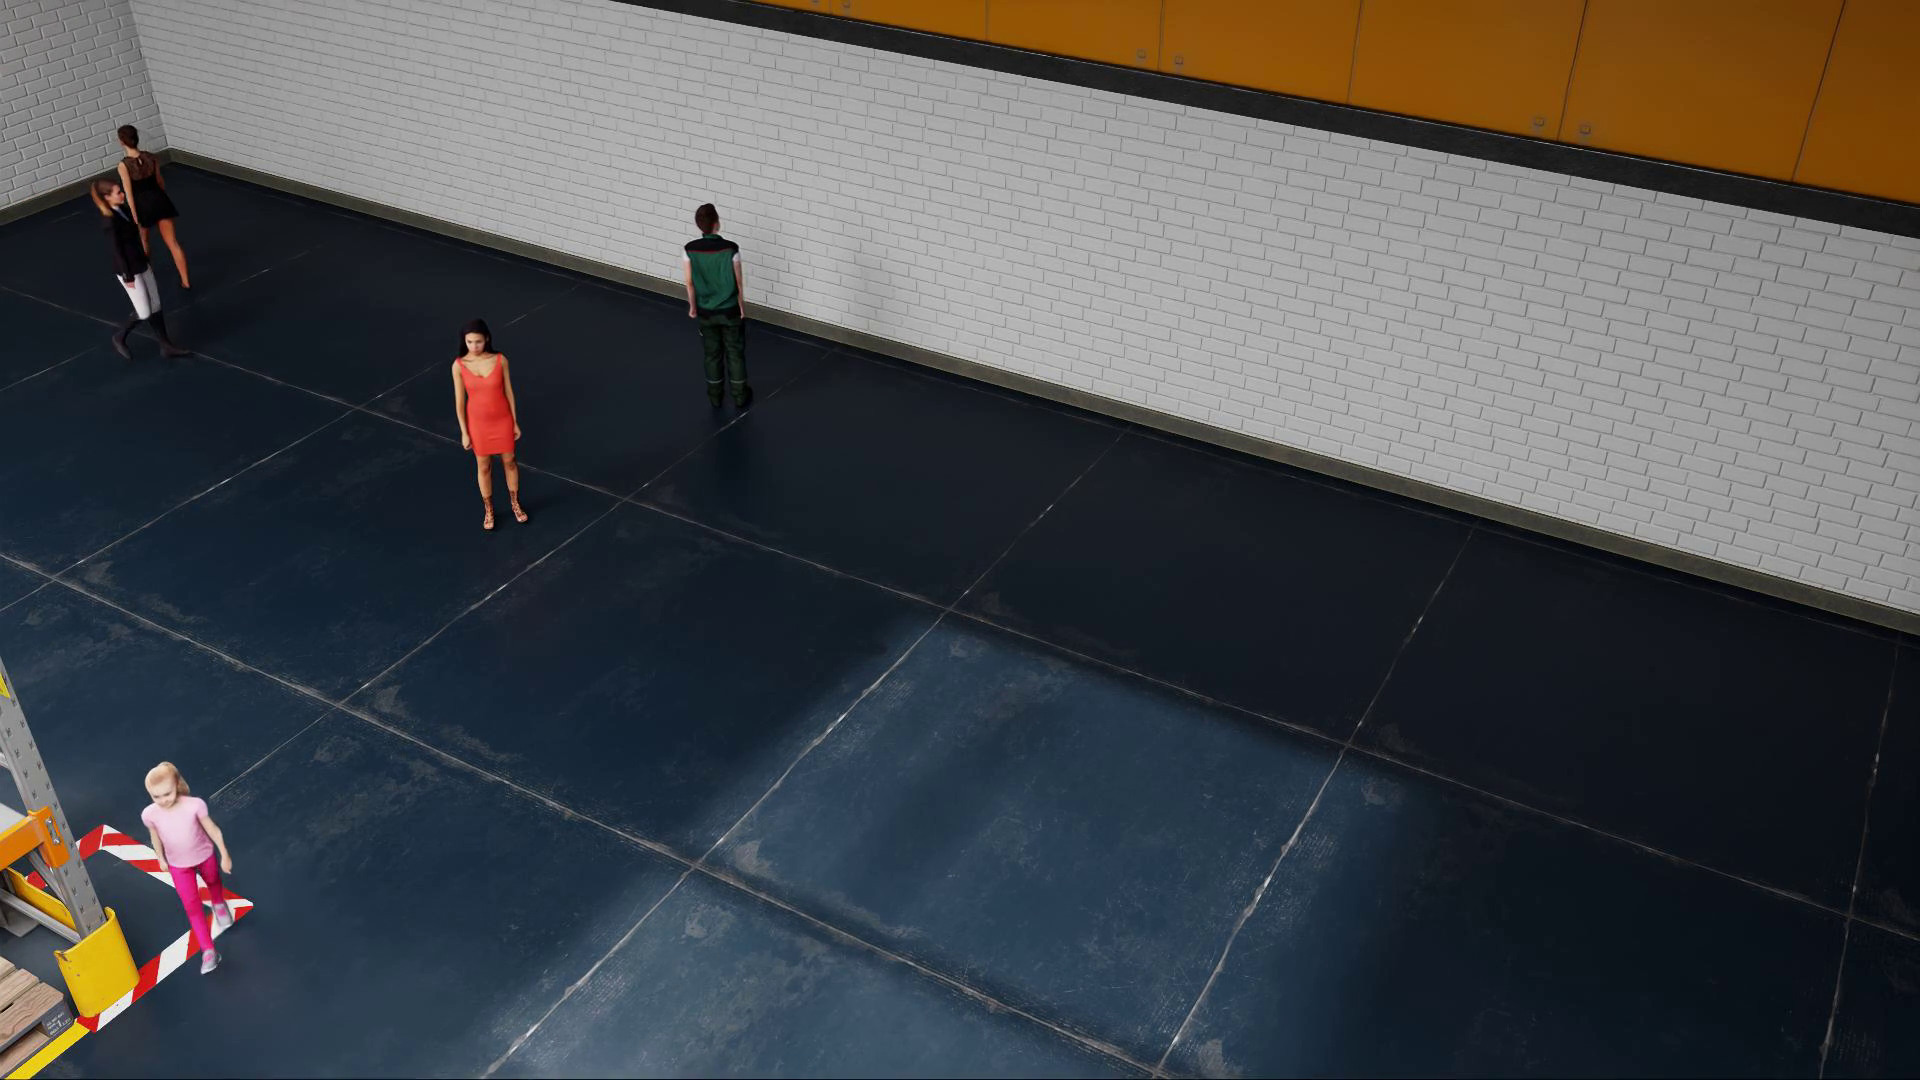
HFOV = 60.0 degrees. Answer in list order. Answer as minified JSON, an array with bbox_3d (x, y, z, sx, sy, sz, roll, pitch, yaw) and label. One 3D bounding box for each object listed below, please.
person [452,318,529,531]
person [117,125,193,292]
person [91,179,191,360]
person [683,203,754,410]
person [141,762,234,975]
[{"bbox_3d":[-3.557,-0.888,12.596,0.638,1.719,0.726,-13,36,-19],"label":"person"},{"bbox_3d":[-7.787,-3.167,16.103,0.802,1.632,1.085,25,41,33],"label":"person"},{"bbox_3d":[-7.430,-2.379,14.839,0.888,1.718,0.894,-1,34,-2],"label":"person"},{"bbox_3d":[-2.049,-1.975,14.121,0.732,1.841,0.743,0,34,1],"label":"person"},{"bbox_3d":[-4.229,1.695,9.139,0.886,1.243,0.878,-15,36,-21],"label":"person"}]
